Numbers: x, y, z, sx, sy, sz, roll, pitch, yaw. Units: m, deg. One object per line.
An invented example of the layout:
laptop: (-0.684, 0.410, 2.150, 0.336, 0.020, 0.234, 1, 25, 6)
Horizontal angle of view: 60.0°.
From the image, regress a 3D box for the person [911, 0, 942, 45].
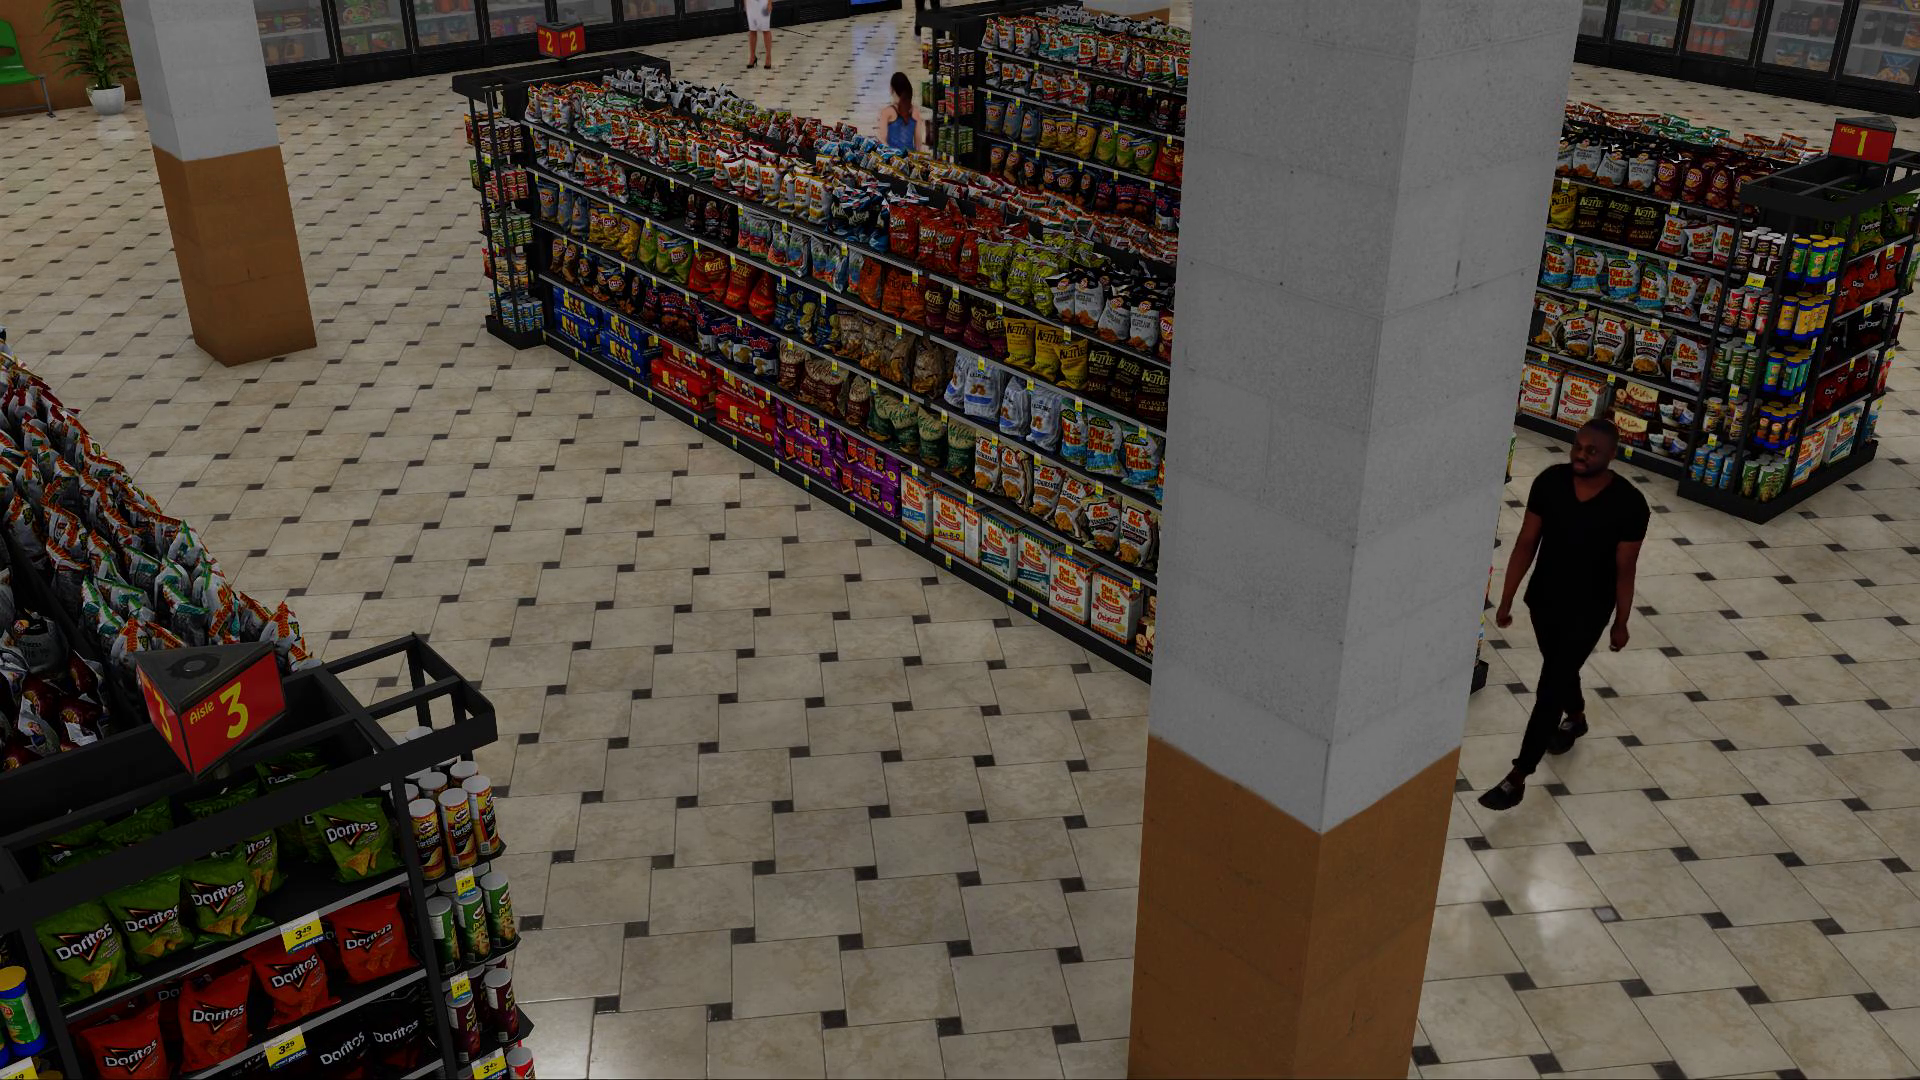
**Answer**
person: (-0.412, -7.800, 23.245, 1.004, 1.879, 1.349, -9, 28, -18)

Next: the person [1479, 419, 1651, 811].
person: (2.752, 0.291, 7.417, 0.747, 1.765, 1.146, -22, 34, -36)

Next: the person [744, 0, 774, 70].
person: (-2.694, -7.195, 22.196, 0.614, 1.749, 0.706, 8, 28, 15)

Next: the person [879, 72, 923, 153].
person: (-0.508, -3.276, 14.636, 0.665, 1.596, 0.943, -14, 30, -26)
